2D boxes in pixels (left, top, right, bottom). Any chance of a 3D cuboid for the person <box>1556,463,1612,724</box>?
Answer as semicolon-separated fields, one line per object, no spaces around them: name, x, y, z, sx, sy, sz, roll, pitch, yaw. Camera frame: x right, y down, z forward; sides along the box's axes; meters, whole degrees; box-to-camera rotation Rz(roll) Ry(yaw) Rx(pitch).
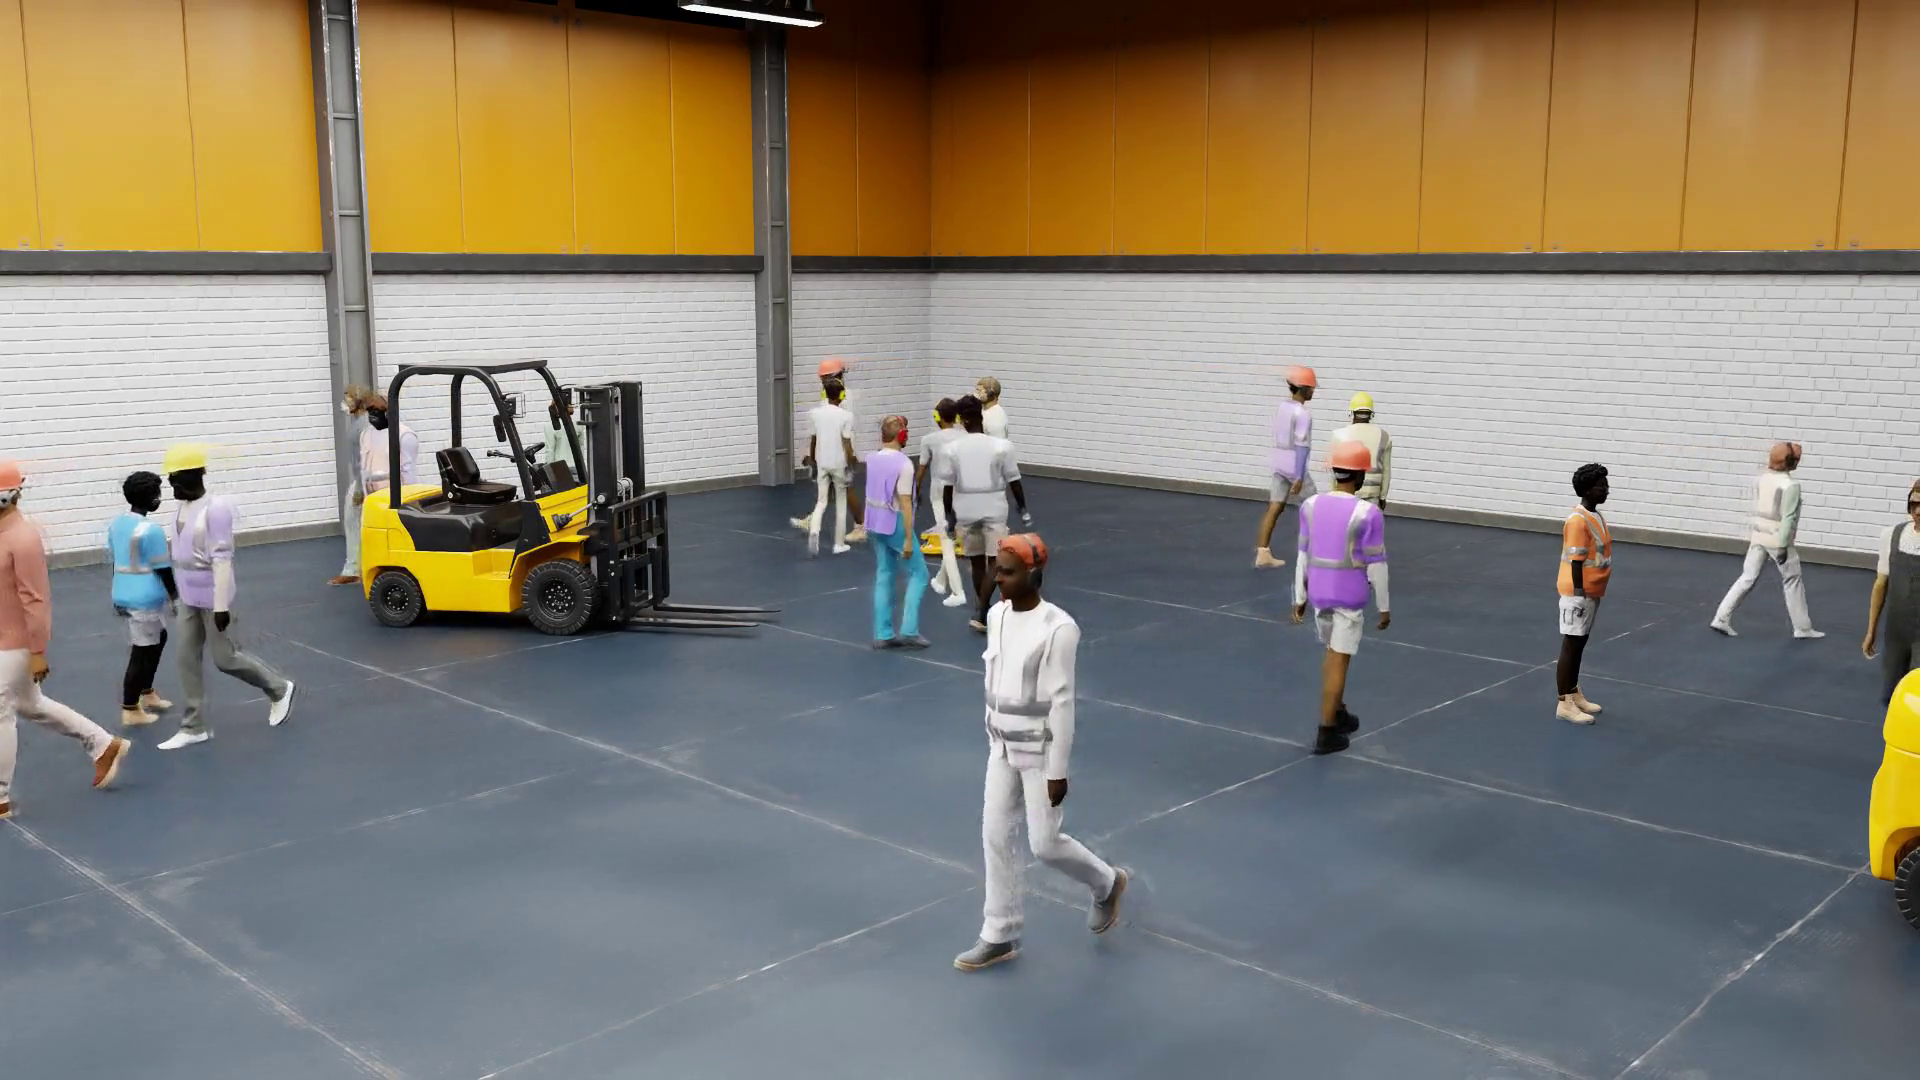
person;4.081;0.339;10.885;0.318;1.697;0.535;5;11;30

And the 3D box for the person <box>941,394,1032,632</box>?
person;0.198;-0.205;13.481;0.709;1.936;0.598;2;9;12

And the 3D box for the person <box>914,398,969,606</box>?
person;-0.120;-0.348;14.776;0.540;1.813;0.972;-4;10;-23

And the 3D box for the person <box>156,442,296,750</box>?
person;-4.636;0.325;10.394;0.588;1.901;0.790;7;12;36

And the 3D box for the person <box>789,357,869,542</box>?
person;-1.450;-0.971;18.005;1.046;1.985;0.621;3;10;16

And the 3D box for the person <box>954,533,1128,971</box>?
person;0.351;0.881;7.063;0.753;1.867;0.578;-6;11;-35

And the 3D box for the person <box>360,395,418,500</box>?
person;-5.135;-0.386;14.939;0.620;1.835;0.432;4;10;26

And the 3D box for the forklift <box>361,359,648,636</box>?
forklift;-3.850;-0.407;13.936;2.313;2.155;1.214;2;9;11

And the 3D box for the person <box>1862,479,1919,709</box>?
person;5.434;0.527;9.362;0.721;1.822;0.509;-6;11;-32

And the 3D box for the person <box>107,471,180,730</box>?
person;-5.203;0.378;10.713;0.539;1.665;0.561;8;12;39

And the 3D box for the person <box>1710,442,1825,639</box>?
person;6.450;0.008;13.232;0.883;1.594;0.528;-1;9;-6

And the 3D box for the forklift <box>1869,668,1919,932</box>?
forklift;5.205;0.723;7.013;2.313;2.155;1.214;9;13;43

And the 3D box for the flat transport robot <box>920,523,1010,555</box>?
flat transport robot;0.054;-0.044;17.597;0.652;0.197;1.431;2;10;14

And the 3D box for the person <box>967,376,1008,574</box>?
person;0.277;-0.592;15.856;0.372;1.940;0.631;-1;9;-8

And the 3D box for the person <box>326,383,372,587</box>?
person;-5.418;-0.516;15.513;0.944;1.909;0.629;-5;11;-29

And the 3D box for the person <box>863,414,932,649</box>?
person;-0.479;-0.059;12.918;0.526;1.823;0.574;-7;12;-38

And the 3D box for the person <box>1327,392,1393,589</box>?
person;3.666;-0.448;15.336;0.596;1.827;0.403;-1;9;-4

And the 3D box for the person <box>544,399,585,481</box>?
person;-4.221;-0.752;17.766;0.285;1.633;0.500;8;12;39

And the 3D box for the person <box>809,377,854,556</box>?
person;-1.351;-0.738;17.071;0.527;1.839;0.727;3;10;17

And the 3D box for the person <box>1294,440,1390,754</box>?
person;2.416;0.335;10.257;0.791;1.906;0.564;-9;13;-44

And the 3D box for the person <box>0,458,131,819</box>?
person;-5.052;0.512;9.019;0.907;1.965;0.631;-8;12;-41

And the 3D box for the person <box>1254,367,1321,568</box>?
person;3.383;-0.707;16.397;1.030;1.991;0.614;-3;10;-19
